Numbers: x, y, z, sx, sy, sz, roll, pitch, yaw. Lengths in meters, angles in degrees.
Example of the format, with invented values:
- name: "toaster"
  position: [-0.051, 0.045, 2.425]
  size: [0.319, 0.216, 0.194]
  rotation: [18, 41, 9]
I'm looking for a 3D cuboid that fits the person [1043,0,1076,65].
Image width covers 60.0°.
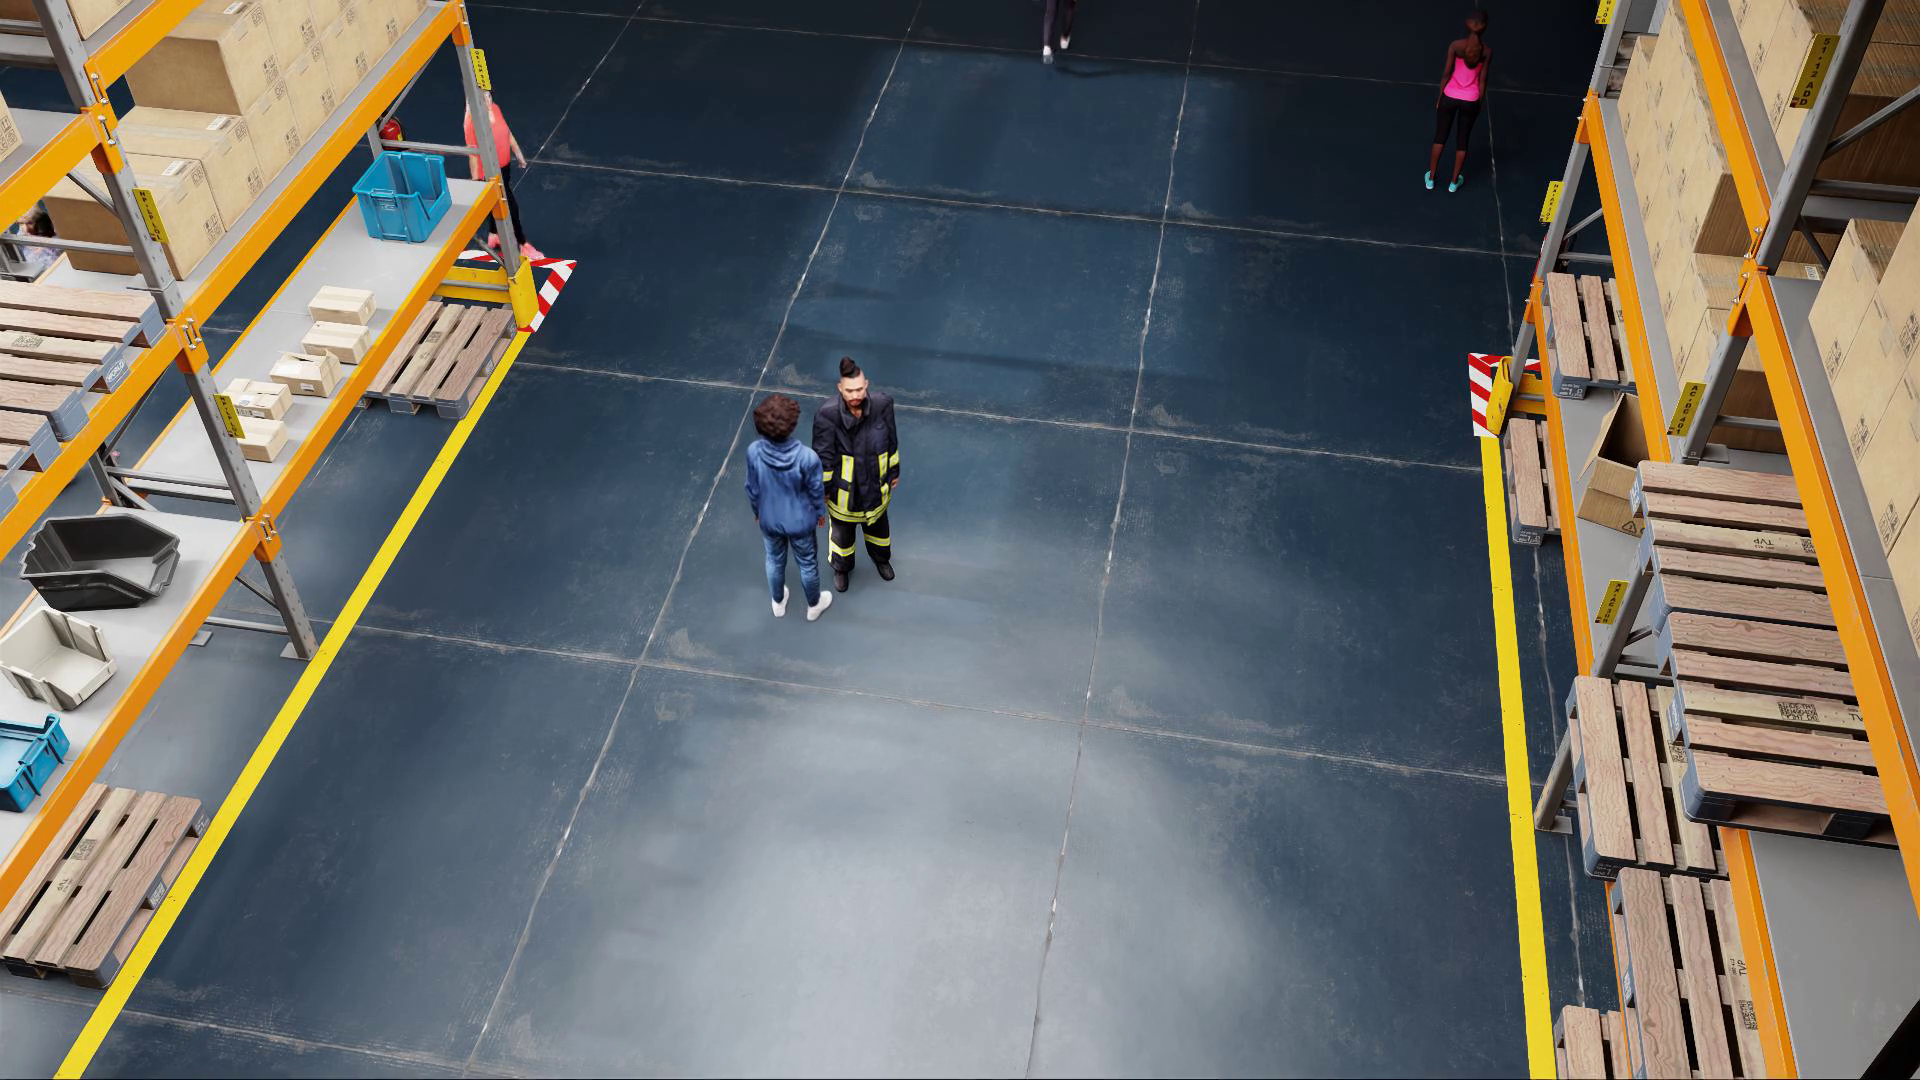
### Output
- name: "person"
  position: [1.009, -5.591, 16.723]
  size: [0.580, 1.619, 1.005]
  rotation: [8, 44, 8]

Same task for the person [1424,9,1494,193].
- name: "person"
  position: [4.479, -3.933, 14.905]
  size: [0.586, 1.726, 0.599]
  rotation: [14, 45, 14]

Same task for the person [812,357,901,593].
- name: "person"
  position: [-0.679, -0.455, 11.156]
  size: [0.877, 1.861, 0.876]
  rotation: [-13, 45, -13]

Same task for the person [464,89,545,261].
- name: "person"
  position: [-4.030, -3.123, 14.100]
  size: [0.865, 1.664, 0.830]
  rotation: [11, 45, 11]

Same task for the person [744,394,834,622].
- name: "person"
  position: [-1.135, -0.189, 10.918]
  size: [0.669, 1.805, 0.532]
  rotation: [7, 44, 8]
